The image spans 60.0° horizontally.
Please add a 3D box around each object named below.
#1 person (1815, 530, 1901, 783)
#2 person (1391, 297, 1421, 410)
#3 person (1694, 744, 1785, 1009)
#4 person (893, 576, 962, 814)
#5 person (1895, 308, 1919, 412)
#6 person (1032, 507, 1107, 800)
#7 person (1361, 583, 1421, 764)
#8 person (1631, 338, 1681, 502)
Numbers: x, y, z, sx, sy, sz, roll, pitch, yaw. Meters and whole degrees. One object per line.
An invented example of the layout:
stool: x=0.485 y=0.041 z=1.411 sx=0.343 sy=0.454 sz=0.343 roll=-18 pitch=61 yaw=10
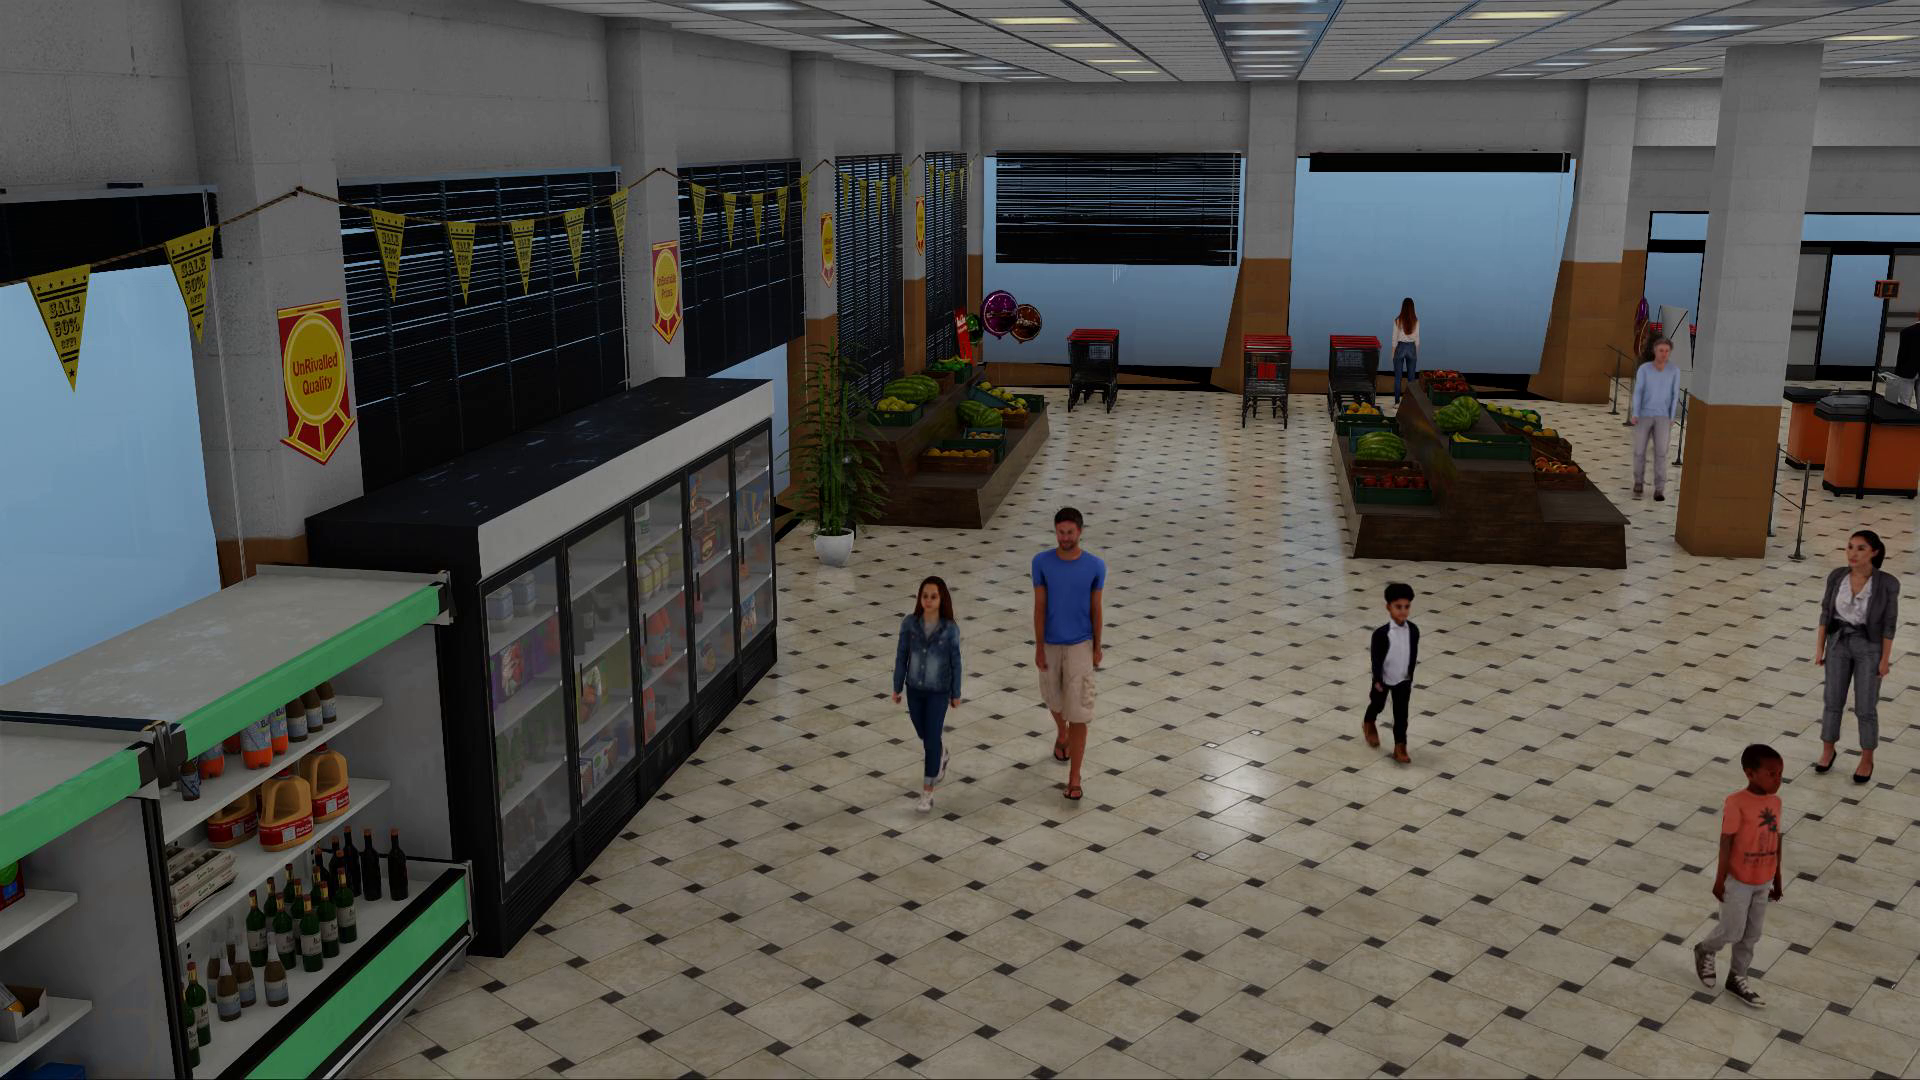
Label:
person: x=5.880 y=0.751 z=10.912 sx=0.765 sy=1.668 sz=0.722 roll=-12 pitch=18 yaw=-41
person: x=6.929 y=-2.908 z=25.871 sx=0.583 sy=1.728 sz=0.518 roll=1 pitch=14 yaw=6
person: x=3.806 y=1.611 z=8.145 sx=0.633 sy=1.303 sz=0.720 roll=-4 pitch=14 yaw=-14
person: x=-0.180 y=0.938 z=10.593 sx=0.669 sy=1.456 sz=1.013 roll=5 pitch=14 yaw=19
person: x=13.313 y=-2.359 z=23.138 sx=0.686 sy=1.950 sz=0.567 roll=2 pitch=14 yaw=10
person: x=0.692 y=0.673 z=10.897 sx=0.653 sy=1.828 sz=1.249 roll=2 pitch=14 yaw=10
person: x=2.924 y=0.877 z=11.357 sx=0.643 sy=1.214 sz=0.878 roll=-1 pitch=14 yaw=-6
person: x=8.068 y=-1.416 z=19.446 sx=0.763 sy=1.858 sz=1.118 roll=4 pitch=14 yaw=17
